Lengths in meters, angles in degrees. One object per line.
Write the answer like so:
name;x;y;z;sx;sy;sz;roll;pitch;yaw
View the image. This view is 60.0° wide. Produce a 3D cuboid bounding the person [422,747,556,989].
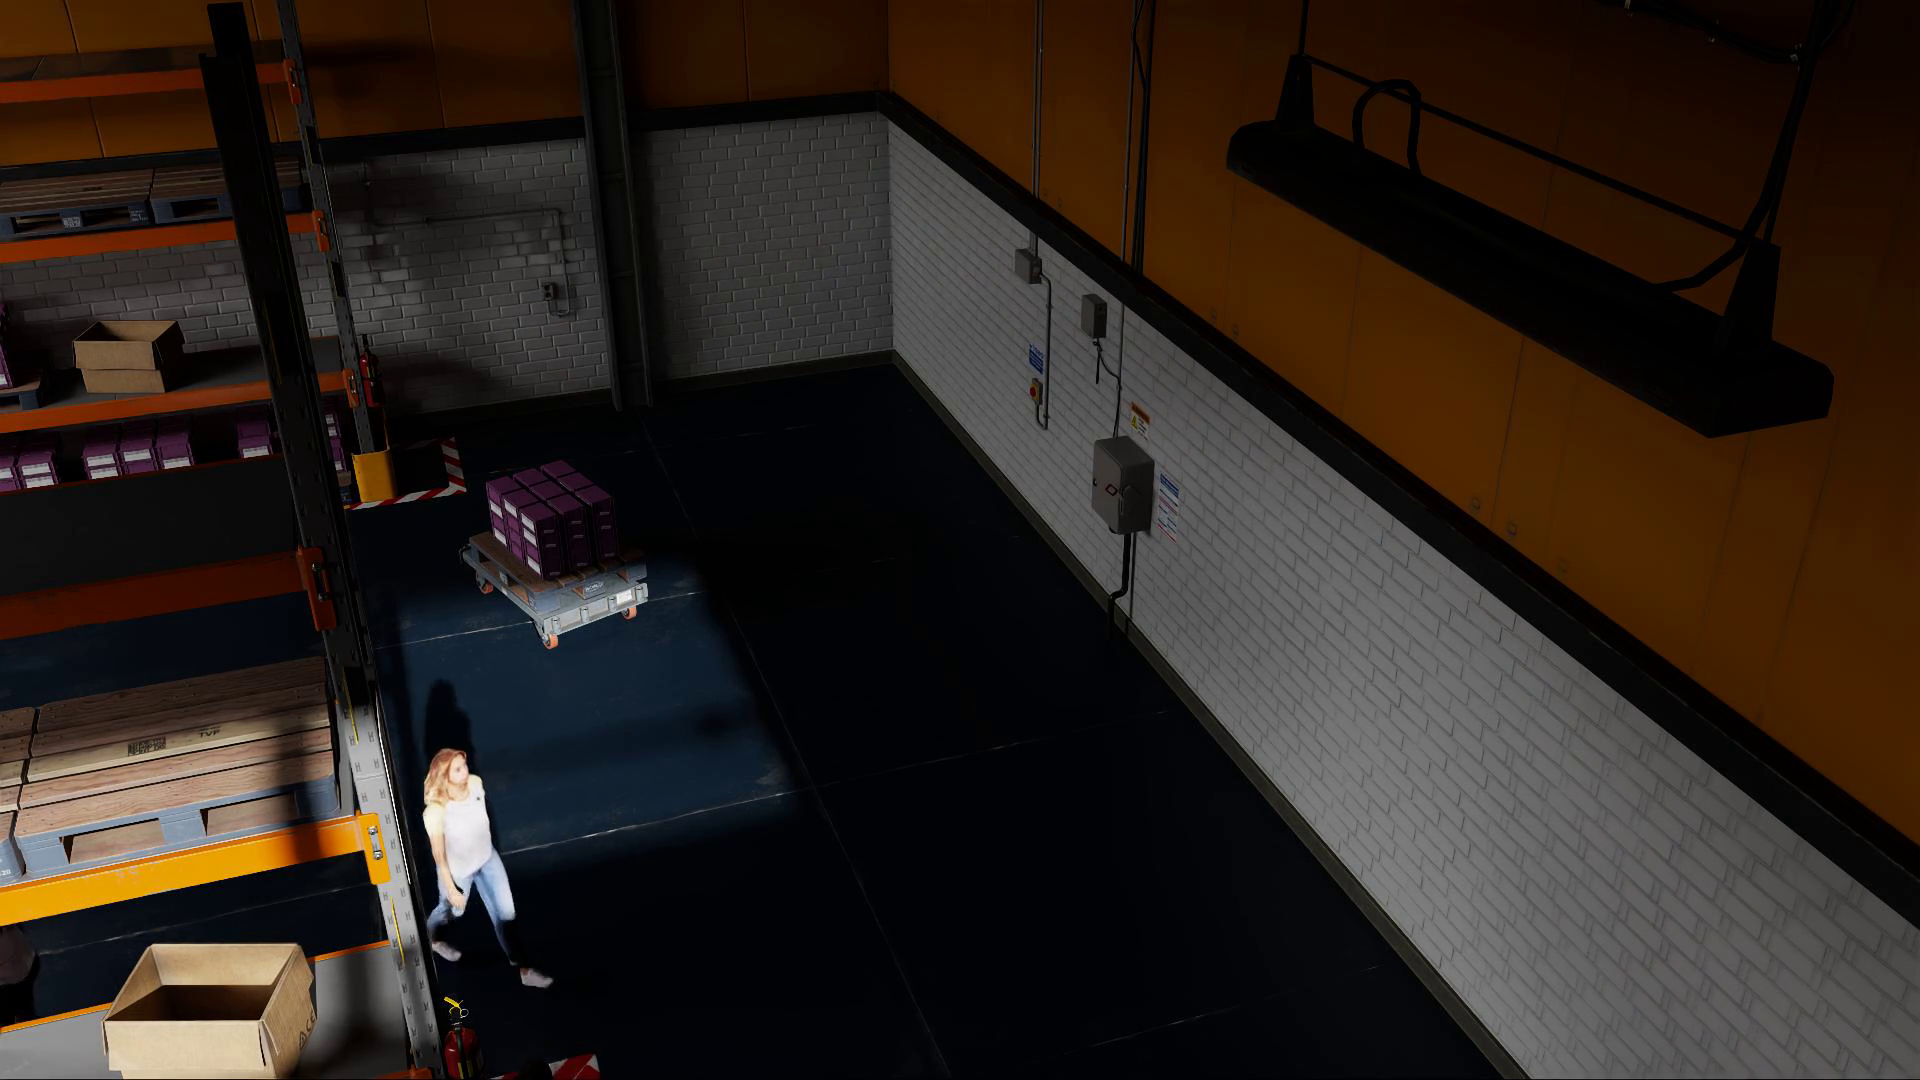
person;-3.001;1.935;9.846;1.208;1.667;1.166;13;31;23
